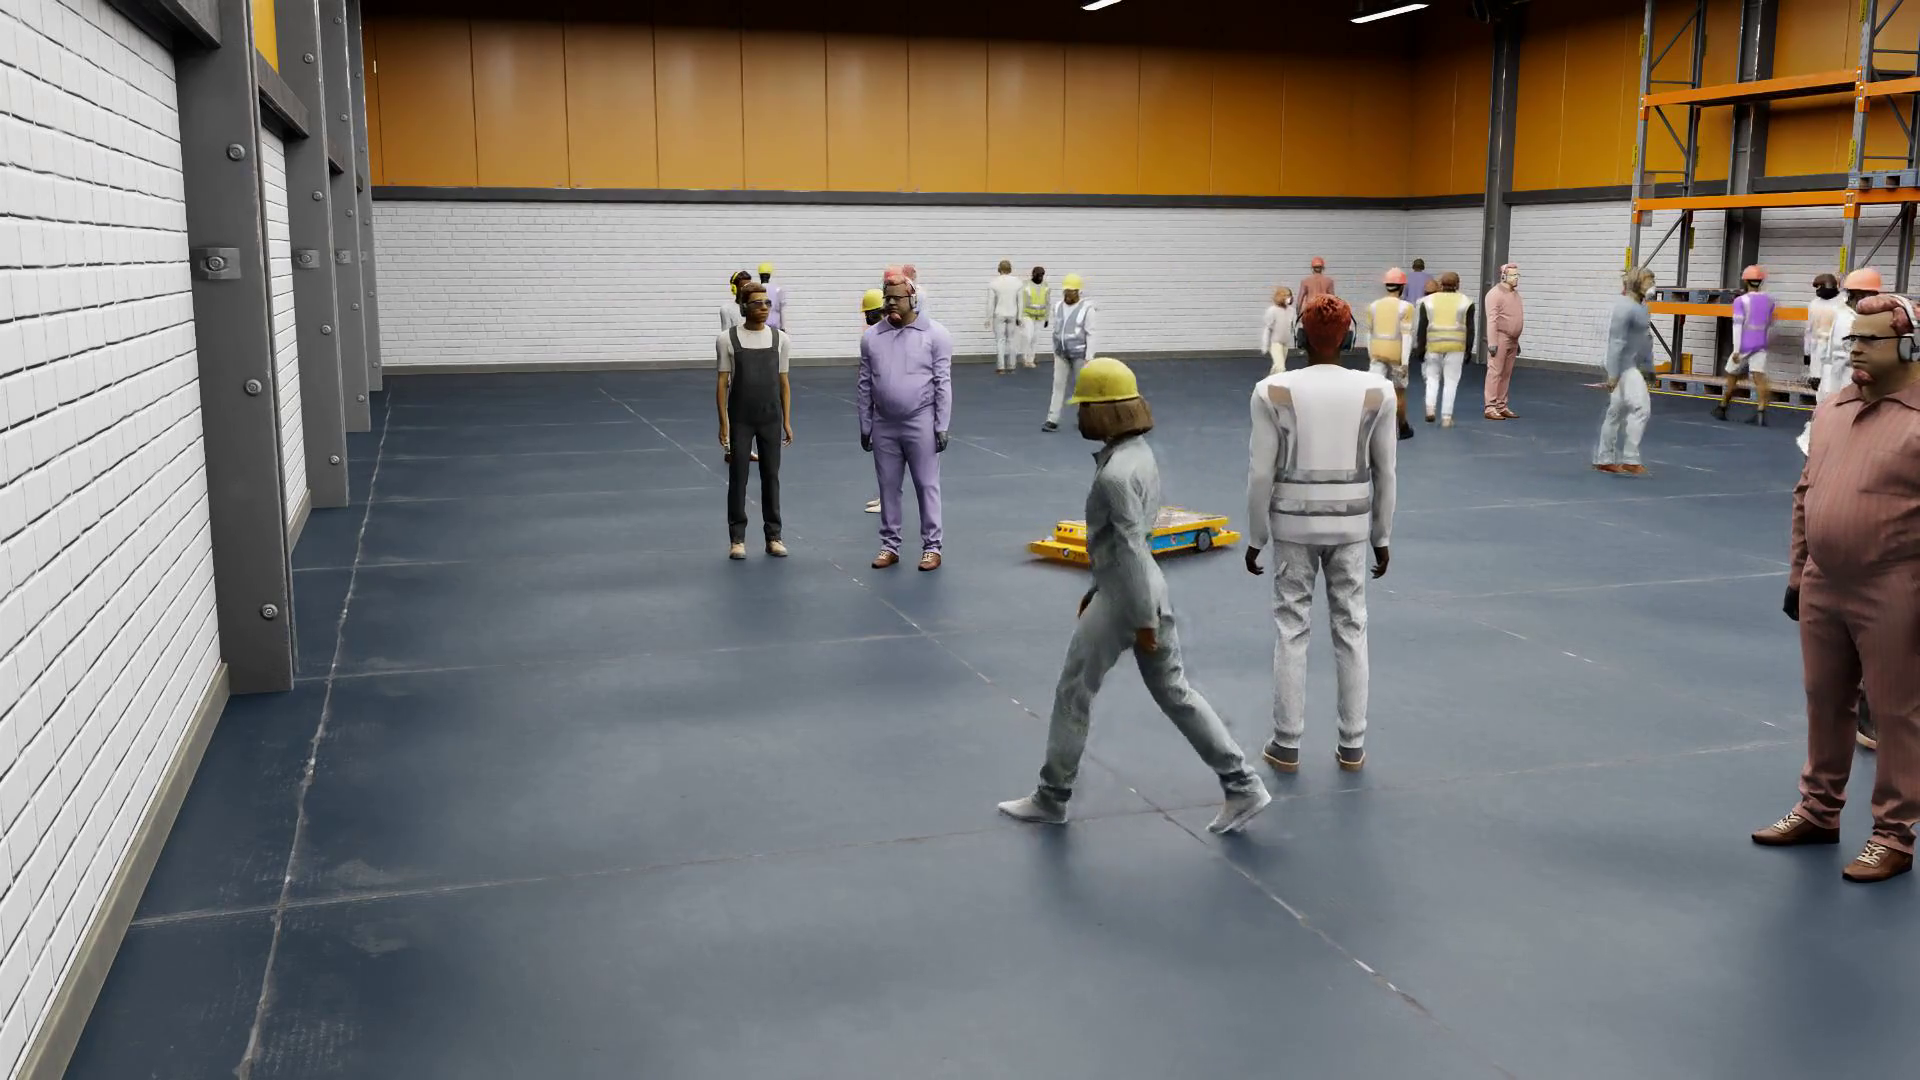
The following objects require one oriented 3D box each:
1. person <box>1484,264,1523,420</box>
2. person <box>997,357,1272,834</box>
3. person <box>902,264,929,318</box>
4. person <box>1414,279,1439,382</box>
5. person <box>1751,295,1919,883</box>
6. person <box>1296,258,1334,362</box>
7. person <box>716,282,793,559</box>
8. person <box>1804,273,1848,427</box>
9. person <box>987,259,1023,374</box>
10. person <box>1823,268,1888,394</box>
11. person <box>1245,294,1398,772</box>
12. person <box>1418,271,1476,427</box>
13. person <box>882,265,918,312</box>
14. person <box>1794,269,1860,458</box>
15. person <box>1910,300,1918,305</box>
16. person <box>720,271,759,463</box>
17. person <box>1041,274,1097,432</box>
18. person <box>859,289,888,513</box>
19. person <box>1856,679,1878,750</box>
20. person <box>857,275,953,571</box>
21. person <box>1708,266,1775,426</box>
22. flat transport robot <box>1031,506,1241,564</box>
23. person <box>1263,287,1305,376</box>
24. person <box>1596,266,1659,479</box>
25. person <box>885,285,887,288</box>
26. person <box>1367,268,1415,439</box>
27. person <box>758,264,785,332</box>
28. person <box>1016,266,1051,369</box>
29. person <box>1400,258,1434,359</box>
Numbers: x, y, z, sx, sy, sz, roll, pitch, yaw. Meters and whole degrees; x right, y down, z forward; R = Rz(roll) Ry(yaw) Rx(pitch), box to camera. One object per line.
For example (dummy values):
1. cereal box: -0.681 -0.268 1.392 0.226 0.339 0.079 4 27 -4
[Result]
1. person: 6.716 -2.436 20.473 0.638 1.910 0.407 -9 13 -43
2. person: 0.644 0.203 5.837 0.935 1.687 0.467 4 11 23
3. person: -0.656 -2.813 22.718 0.680 1.877 0.811 4 11 23
4. person: 7.422 -3.299 26.264 0.517 1.621 0.361 1 10 5
5. person: 2.973 0.156 5.469 0.406 1.906 0.654 -3 10 -19
6. person: 6.354 -4.071 29.834 0.625 1.938 1.023 -1 10 -5
7. person: -1.373 -0.794 11.146 0.510 1.846 0.341 -3 10 -19
8. person: 10.179 -2.180 19.312 0.450 1.805 0.774 -7 12 -33
9. person: 0.758 -3.759 28.050 0.635 1.937 0.365 -4 10 -20
10. person: 7.256 -1.206 13.330 0.808 1.908 0.579 6 12 32
11. person: 1.414 -0.019 6.548 0.578 1.882 0.346 0 10 2
12. person: 5.737 -2.249 19.634 0.636 1.831 0.441 5 11 25
13. person: -0.677 -2.272 19.552 0.547 1.908 0.885 -8 12 -37
14. person: 8.523 -1.675 16.144 0.594 1.891 0.877 -4 11 -21
15. person: 8.244 -1.296 14.696 0.315 1.633 0.552 8 12 38
16. person: -2.114 -1.670 16.149 0.310 1.868 0.532 6 12 31
17. person: 1.260 -2.131 19.024 0.617 1.796 0.768 7 12 34
18. person: -0.628 -1.092 13.125 0.328 1.760 0.524 0 10 2
19. person: 4.124 -0.080 6.818 0.819 1.924 0.558 -7 12 -34
20. person: -0.367 -0.748 10.744 0.646 1.901 0.401 3 10 19
21. person: 9.435 -2.333 19.940 0.564 1.878 1.006 -1 10 -8
22. flat transport robot: 1.215 -0.042 11.344 1.431 0.197 0.652 -9 13 -42
23. person: 4.299 -2.553 22.046 0.518 1.586 0.841 -7 12 -34
24. person: 6.170 -1.516 15.140 0.722 1.915 0.653 6 12 33
25. person: -1.111 -3.134 25.251 0.841 1.656 0.530 6 11 30
26. person: 4.634 -1.990 17.981 0.559 1.884 1.036 8 12 37
27. person: -3.038 -3.393 26.116 0.603 1.873 0.969 -3 10 -17
28. person: 1.327 -3.939 29.473 0.634 1.805 0.638 -4 11 -23
29. person: 8.788 -4.448 32.030 0.630 1.938 0.369 3 10 17
